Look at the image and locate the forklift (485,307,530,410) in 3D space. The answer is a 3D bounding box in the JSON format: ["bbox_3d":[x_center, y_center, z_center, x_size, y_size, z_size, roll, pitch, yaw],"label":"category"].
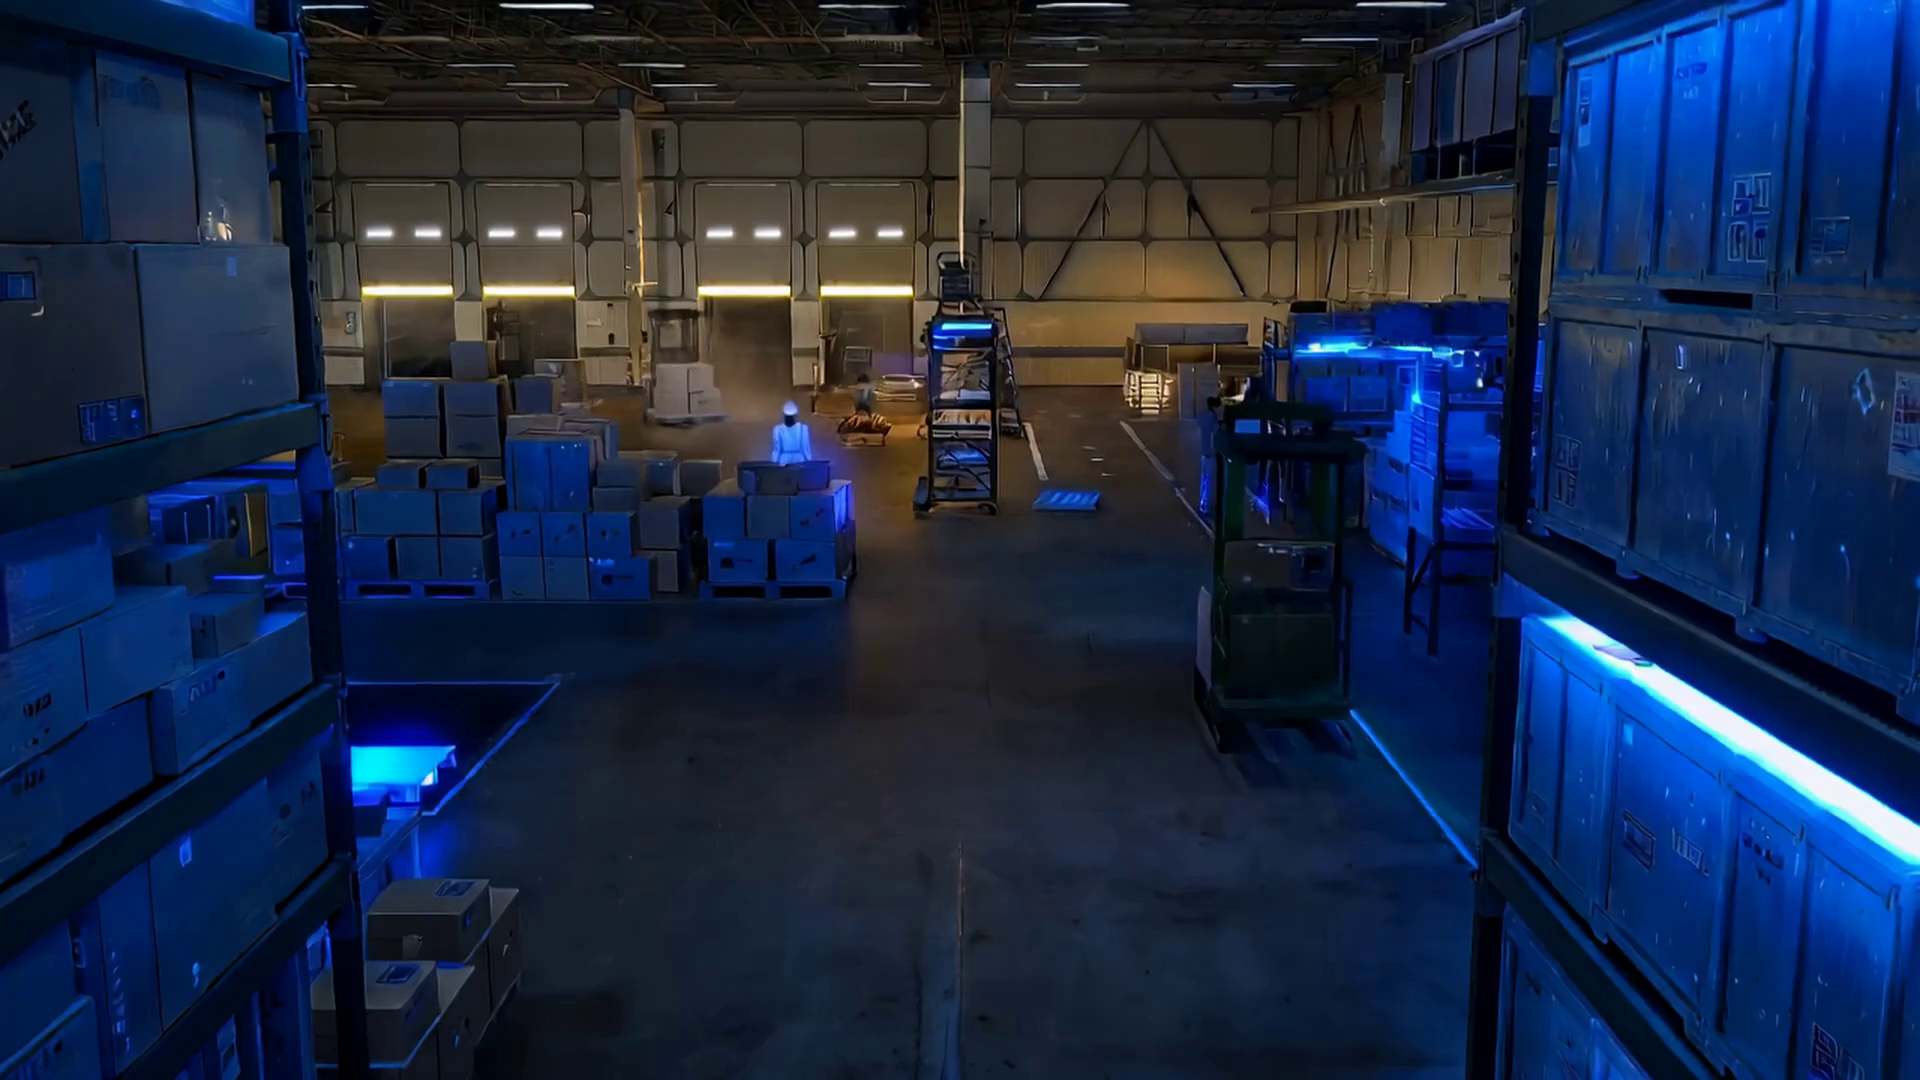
[{"bbox_3d":[-10.754,-4.150,39.646,1.129,2.768,1.873,0,10,1],"label":"forklift"}]

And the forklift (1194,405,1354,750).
[{"bbox_3d":[2.695,0.224,14.409,1.129,2.768,1.873,0,10,1],"label":"forklift"}]

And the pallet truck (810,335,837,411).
[{"bbox_3d":[-3.021,-4.312,43.126,1.885,1.965,0.823,3,10,17],"label":"pallet truck"}]

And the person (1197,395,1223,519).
[{"bbox_3d":[3.907,-1.289,25.861,0.372,1.938,0.630,-3,10,-19],"label":"person"}]

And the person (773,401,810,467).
[{"bbox_3d":[-2.570,-1.174,25.313,0.550,1.907,0.913,-2,10,-13],"label":"person"}]

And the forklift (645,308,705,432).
[{"bbox_3d":[-6.707,-3.996,38.759,1.129,2.768,1.873,-3,10,-19],"label":"forklift"}]

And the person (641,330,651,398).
[{"bbox_3d":[-8.830,-4.966,47.102,0.389,1.930,0.544,-7,12,-36],"label":"person"}]
